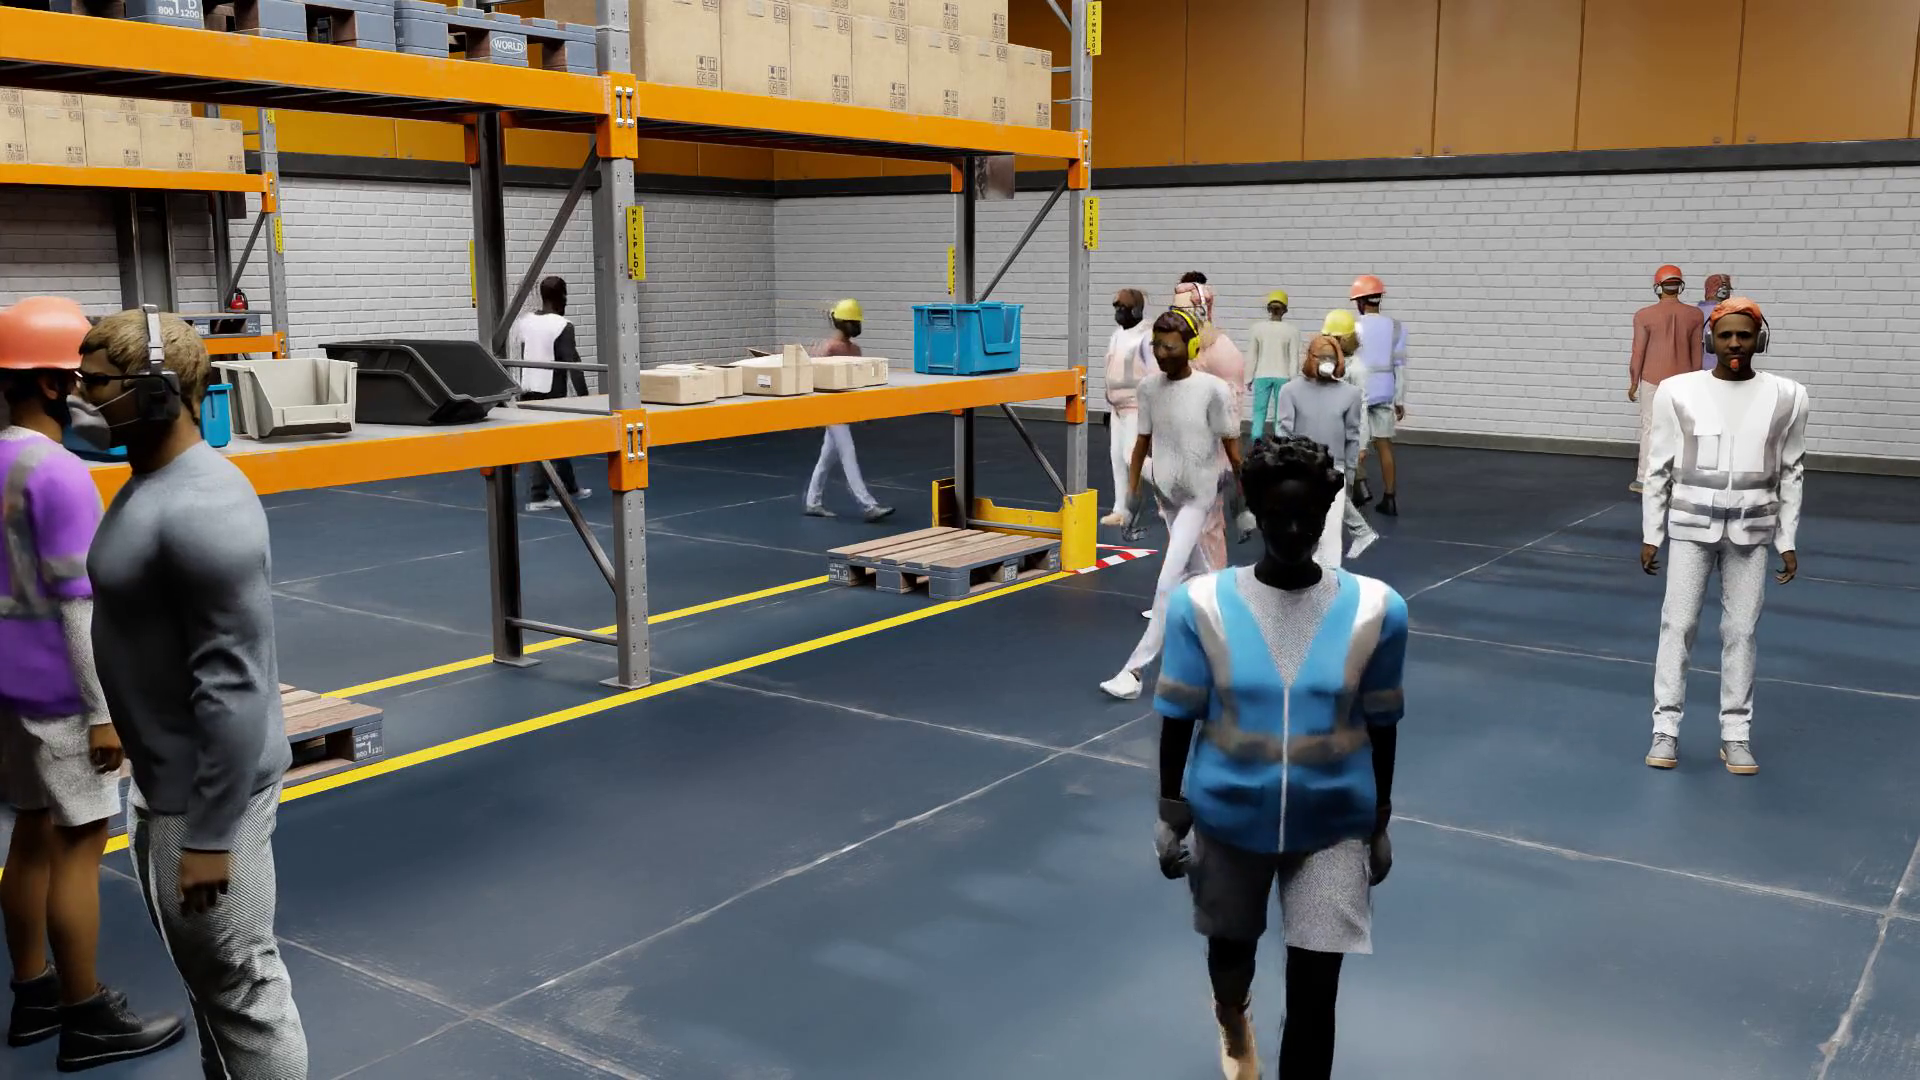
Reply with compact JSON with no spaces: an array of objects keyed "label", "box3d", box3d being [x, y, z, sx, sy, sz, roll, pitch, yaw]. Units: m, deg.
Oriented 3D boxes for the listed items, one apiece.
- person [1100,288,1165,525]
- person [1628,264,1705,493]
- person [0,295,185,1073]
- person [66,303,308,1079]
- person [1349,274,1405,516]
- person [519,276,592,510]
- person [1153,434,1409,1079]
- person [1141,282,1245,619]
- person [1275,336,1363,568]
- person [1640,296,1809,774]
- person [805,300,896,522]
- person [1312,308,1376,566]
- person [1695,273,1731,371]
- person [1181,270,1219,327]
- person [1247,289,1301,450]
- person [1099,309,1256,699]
[{"label":"person","box3d":[1.371,-1.006,12.689,0.548,1.823,0.654,-4,10,-21]},{"label":"person","box3d":[6.133,-1.392,14.484,0.608,1.990,0.385,1,10,4]},{"label":"person","box3d":[-2.263,0.359,4.208,0.551,1.935,0.374,8,12,38]},{"label":"person","box3d":[-1.538,0.505,3.332,0.370,1.940,0.627,-6,11,-34]},{"label":"person","box3d":[3.269,-1.147,13.251,0.567,1.907,0.494,-2,10,-12]},{"label":"person","box3d":[-3.242,-1.203,13.644,0.634,1.886,0.831,8,13,41]},{"label":"person","box3d":[0.694,0.584,3.665,0.536,1.671,0.786,2,10,10]},{"label":"person","box3d":[1.263,-0.456,9.151,0.405,1.906,0.653,-5,11,-26]},{"label":"person","box3d":[2.105,-0.404,9.801,0.504,1.586,0.869,1,10,8]},{"label":"person","box3d":[3.007,-0.013,6.586,0.584,1.882,0.349,3,10,17]},{"label":"person","box3d":[-0.857,-0.990,12.897,0.914,1.714,0.532,4,10,23]},{"label":"person","box3d":[2.522,-0.682,11.046,0.689,1.711,0.502,-4,10,-22]},{"label":"person","box3d":[6.833,-1.454,15.097,0.411,1.909,0.643,-1,10,-9]},{"label":"person","box3d":[1.964,-1.360,14.414,0.815,1.945,0.616,-8,12,-39]},{"label":"person","box3d":[3.085,-1.603,16.440,0.532,1.746,0.662,4,10,22]},{"label":"person","box3d":[1.043,-0.166,7.757,1.000,1.810,0.544,-8,13,-41]}]
